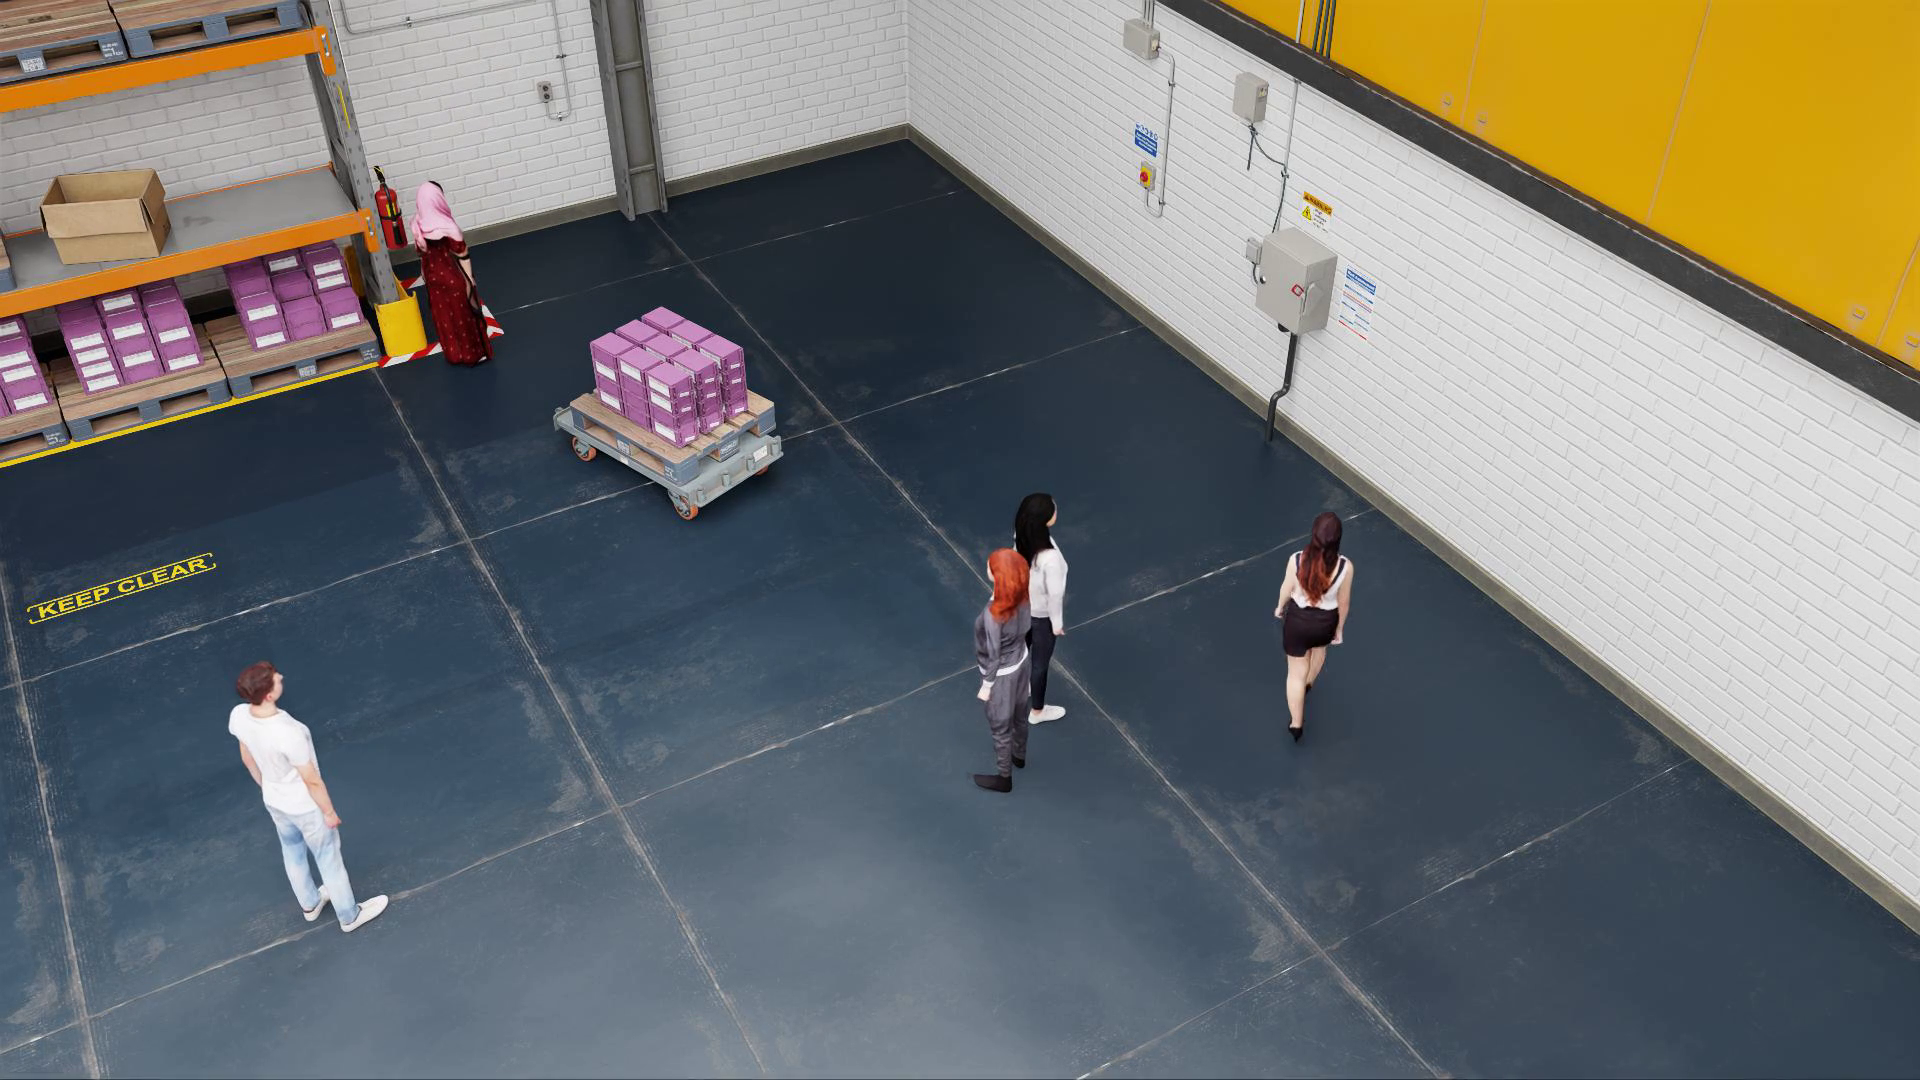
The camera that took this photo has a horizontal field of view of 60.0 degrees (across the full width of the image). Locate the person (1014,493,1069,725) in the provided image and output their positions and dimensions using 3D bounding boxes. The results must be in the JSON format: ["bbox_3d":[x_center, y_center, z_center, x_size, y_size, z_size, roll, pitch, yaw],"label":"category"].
[{"bbox_3d":[0.464,0.404,10.214,0.524,1.700,0.601,-20,43,-23],"label":"person"}]

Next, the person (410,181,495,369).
[{"bbox_3d":[-4.146,-2.148,13.458,0.762,1.639,0.797,14,41,17],"label":"person"}]

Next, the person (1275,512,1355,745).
[{"bbox_3d":[2.117,0.577,10.053,0.873,1.629,0.877,2,39,3],"label":"person"}]

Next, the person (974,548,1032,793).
[{"bbox_3d":[0.255,0.756,9.709,0.708,1.779,0.590,19,42,22],"label":"person"}]

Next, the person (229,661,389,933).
[{"bbox_3d":[-3.544,1.384,8.866,0.728,1.850,0.738,18,42,21],"label":"person"}]
